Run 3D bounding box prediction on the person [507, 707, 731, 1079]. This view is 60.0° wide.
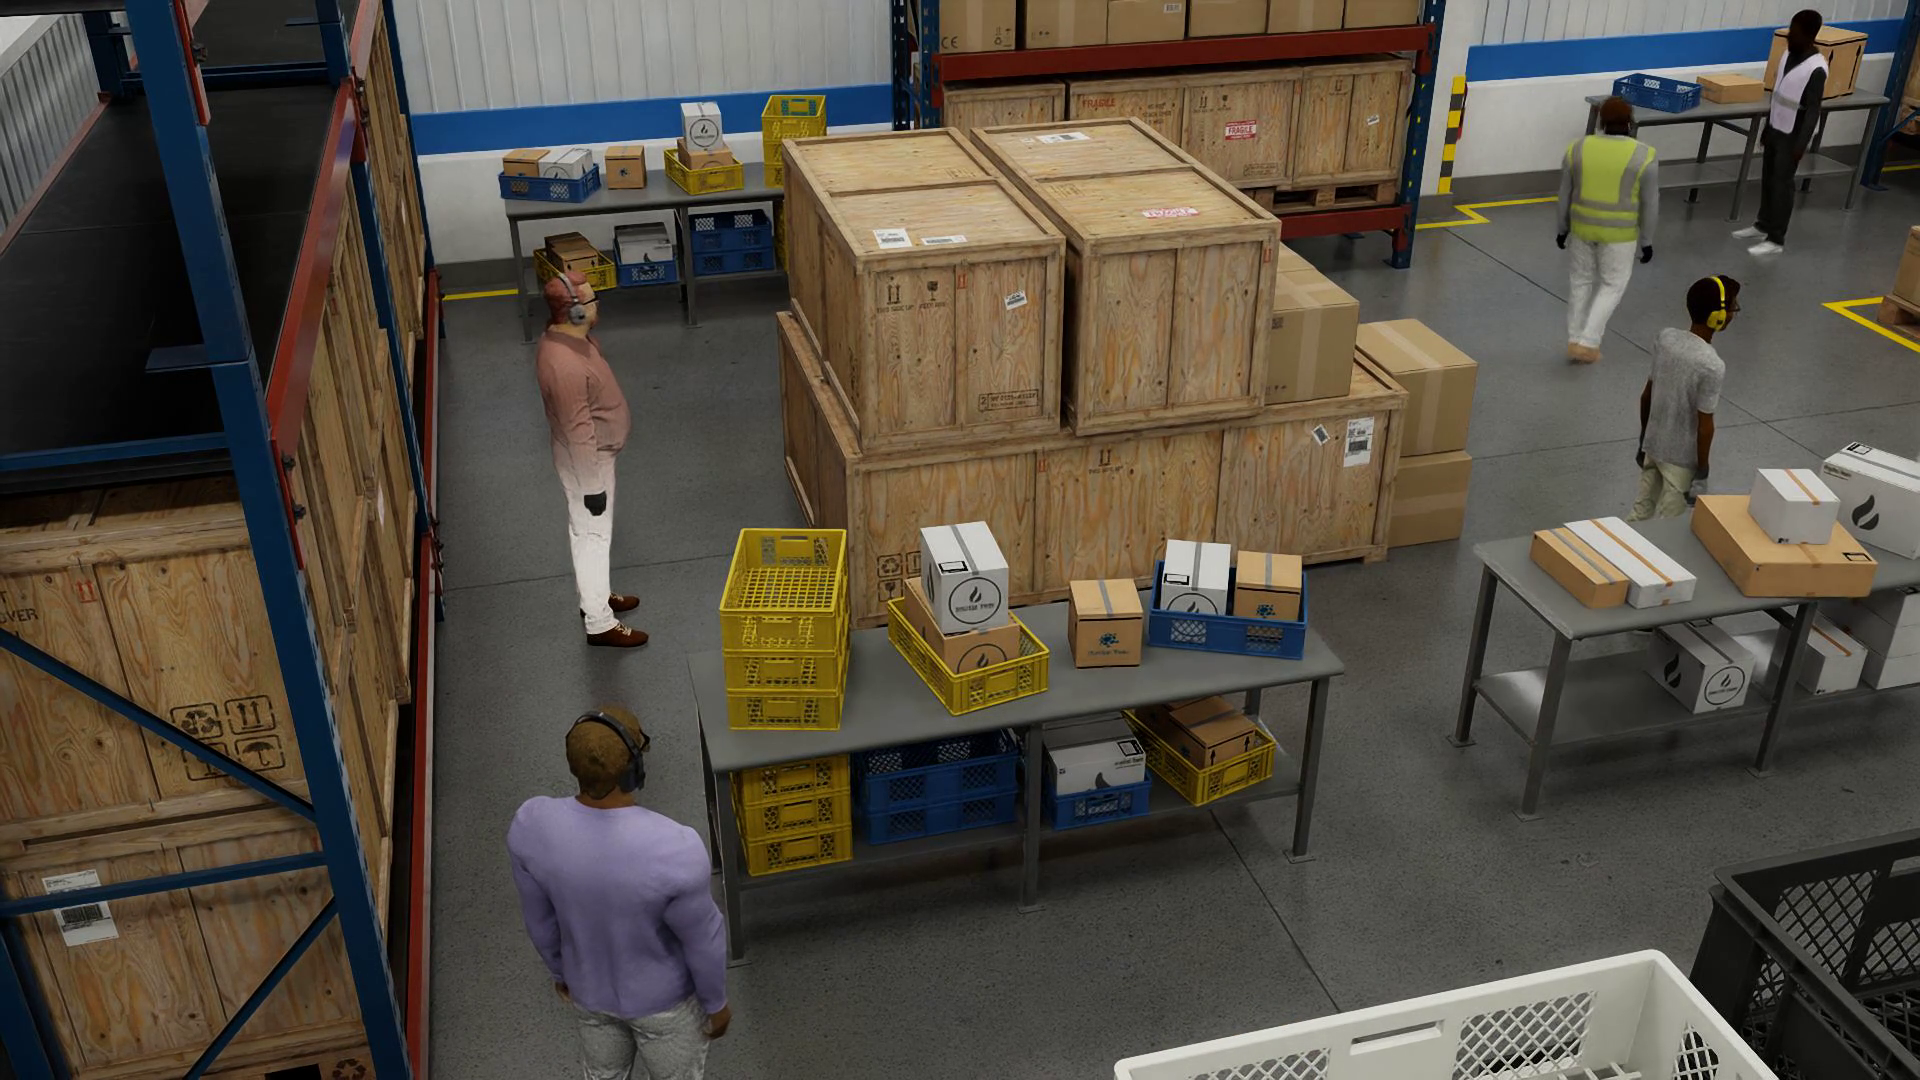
[{"bbox_3d":[-0.975,1.320,4.976,0.631,1.940,0.372,8,30,14],"label":"person"}]

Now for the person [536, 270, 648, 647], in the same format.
[{"bbox_3d":[-1.794,-0.389,8.107,0.409,1.913,0.645,-7,30,-13],"label":"person"}]

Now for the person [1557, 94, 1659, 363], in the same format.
[{"bbox_3d":[4.380,-2.100,11.311,0.645,1.847,0.440,23,36,35],"label":"person"}]

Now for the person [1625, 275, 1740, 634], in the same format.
[{"bbox_3d":[3.523,-0.411,8.190,0.325,1.871,0.521,-7,30,-13],"label":"person"}]

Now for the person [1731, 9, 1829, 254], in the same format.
[{"bbox_3d":[6.649,-3.273,13.344,0.377,1.914,0.598,0,29,0],"label":"person"}]
